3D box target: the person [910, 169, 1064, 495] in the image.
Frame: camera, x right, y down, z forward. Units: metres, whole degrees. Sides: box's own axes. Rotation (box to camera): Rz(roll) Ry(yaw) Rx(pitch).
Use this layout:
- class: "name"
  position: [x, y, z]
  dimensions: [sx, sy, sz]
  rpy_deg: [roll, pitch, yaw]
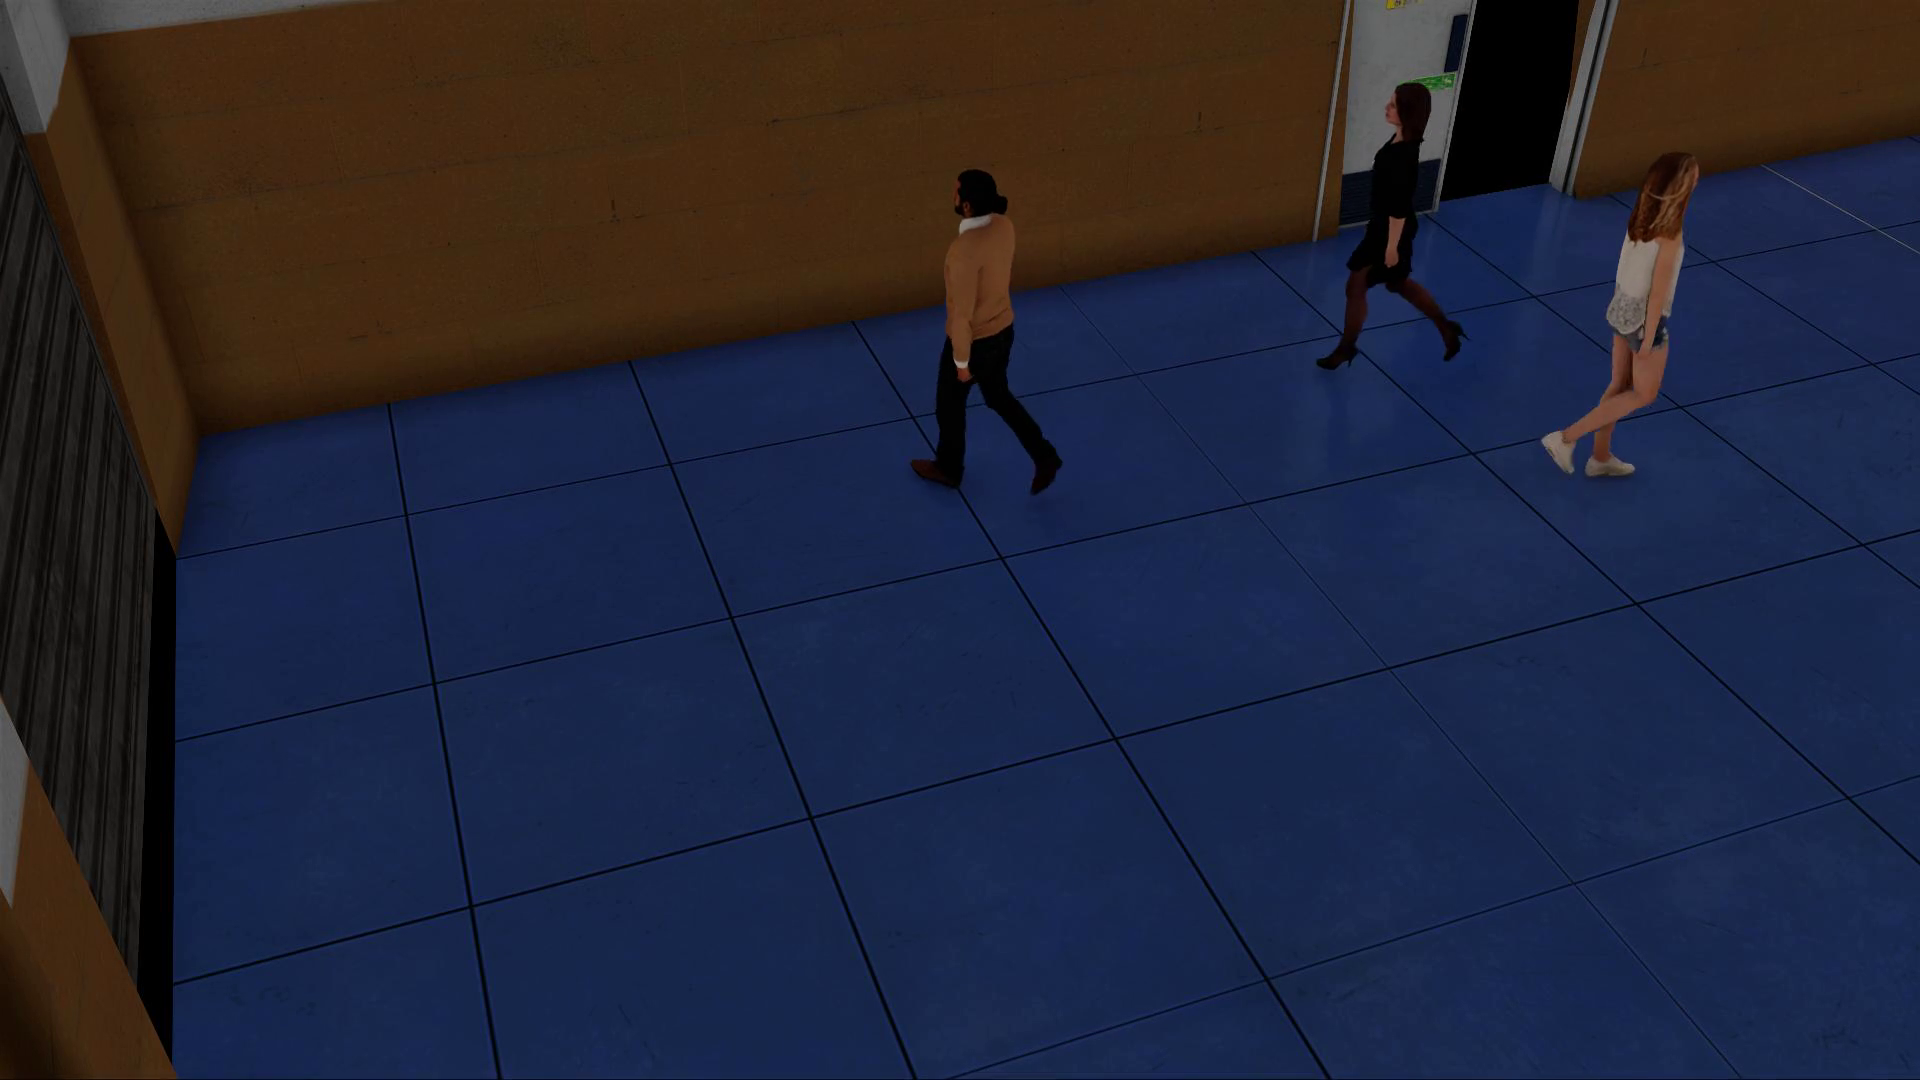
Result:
- class: "person"
  position: [0.152, -0.940, 7.955]
  dimensions: [1.164, 1.736, 1.038]
  rpy_deg: [20, 41, 25]

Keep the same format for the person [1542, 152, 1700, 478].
- class: "person"
  position: [3.184, -1.028, 8.063]
  dimensions: [0.757, 1.749, 0.783]
  rpy_deg: [-2, 37, -3]

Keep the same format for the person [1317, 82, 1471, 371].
- class: "person"
  position: [2.389, -1.615, 8.888]
  dimensions: [1.024, 1.679, 1.041]
  rpy_deg: [10, 38, 13]
